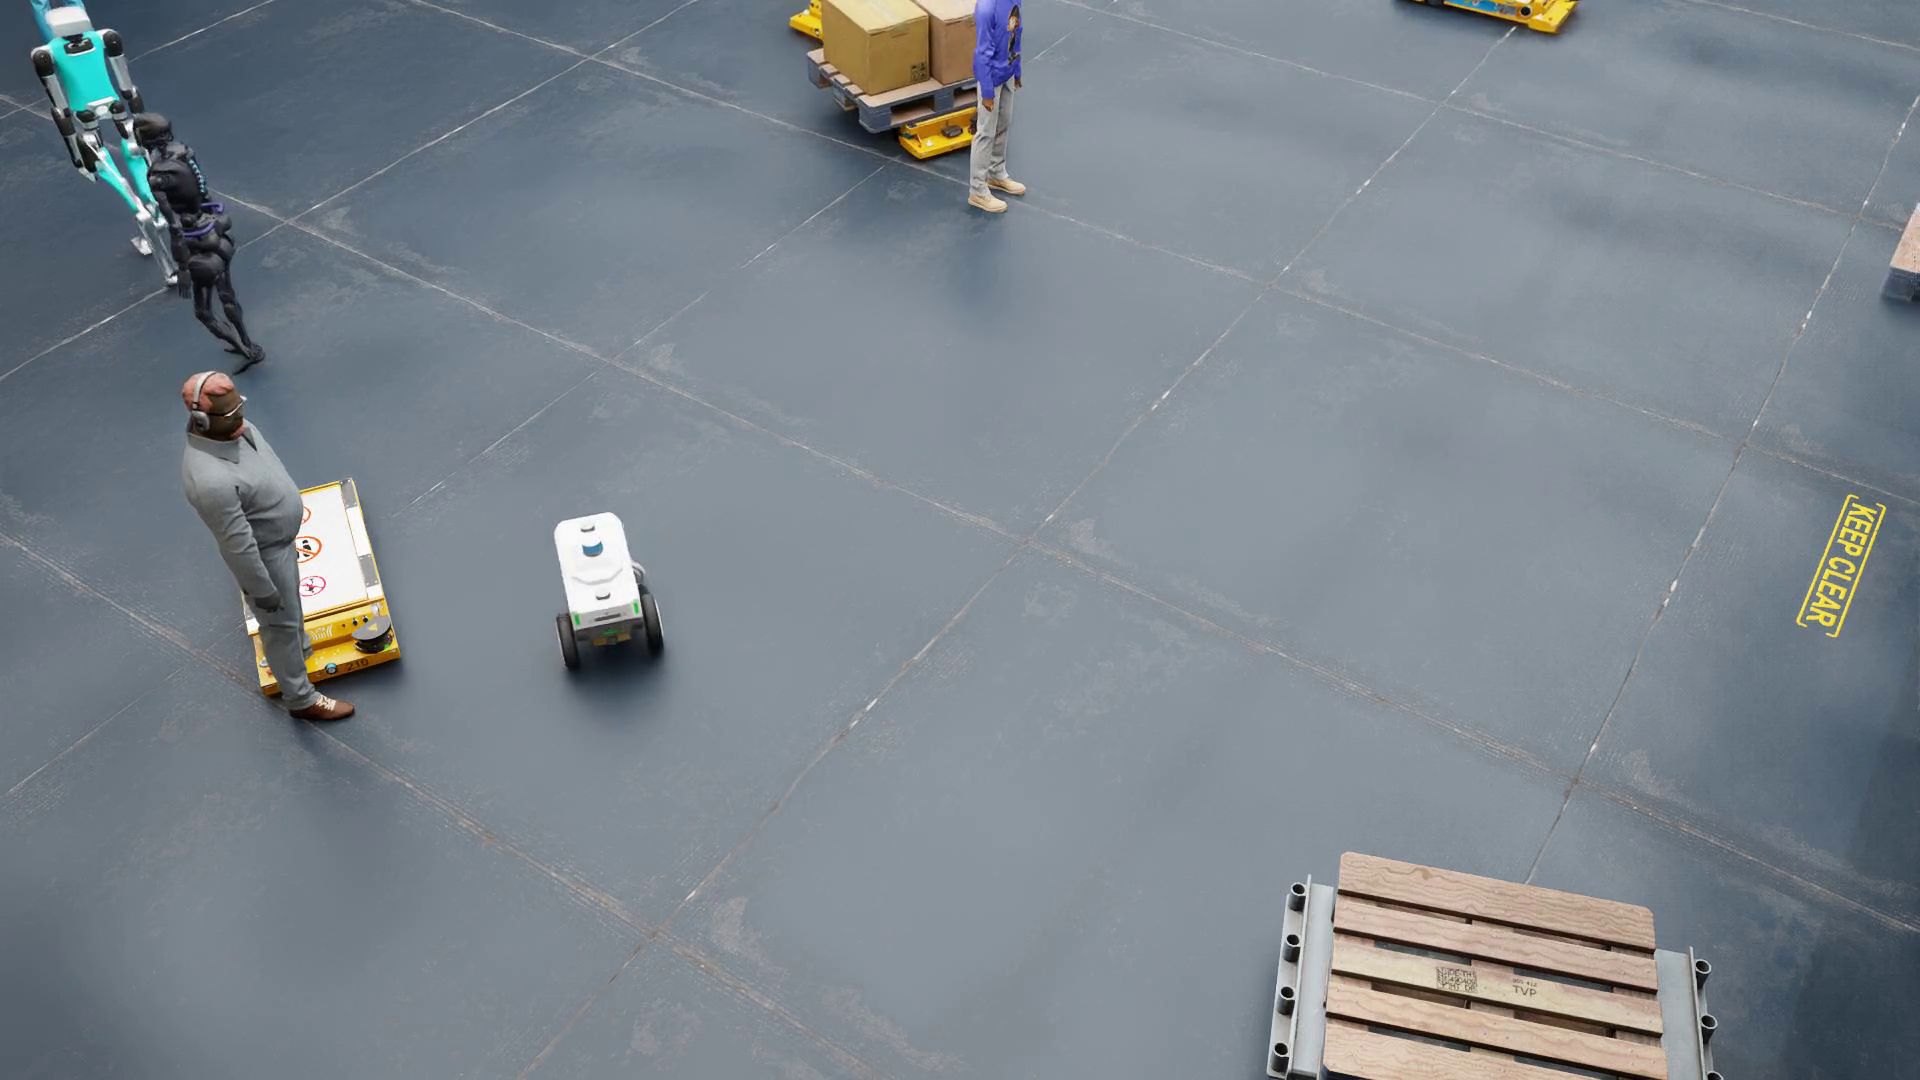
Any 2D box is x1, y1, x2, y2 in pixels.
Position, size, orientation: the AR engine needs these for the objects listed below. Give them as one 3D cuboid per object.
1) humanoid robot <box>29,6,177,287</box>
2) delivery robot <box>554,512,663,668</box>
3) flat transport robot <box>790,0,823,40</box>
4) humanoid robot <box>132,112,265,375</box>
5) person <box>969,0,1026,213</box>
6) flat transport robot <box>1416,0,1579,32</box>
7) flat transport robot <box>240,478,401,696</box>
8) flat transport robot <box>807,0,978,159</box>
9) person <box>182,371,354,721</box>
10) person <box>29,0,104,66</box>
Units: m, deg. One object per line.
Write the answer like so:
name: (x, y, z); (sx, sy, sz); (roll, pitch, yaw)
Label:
humanoid robot: (-5.167, -2.361, 10.354); (0.537, 1.771, 1.027); (-33, 51, -31)
delivery robot: (-1.781, 0.240, 8.305); (0.525, 0.607, 0.778); (-12, 43, -13)
flat transport robot: (-0.671, -4.460, 13.771); (0.659, 0.231, 1.431); (31, 50, 30)
humanoid robot: (-4.374, -1.720, 9.651); (0.351, 1.653, 0.613); (0, 42, 0)
person: (0.278, -3.074, 11.029); (0.381, 1.865, 0.457); (21, 46, 22)
flat transport robot: (4.399, -4.613, 13.941); (1.431, 0.231, 0.659); (23, 47, 24)
flat transport robot: (-3.355, 0.180, 8.578); (0.659, 0.231, 1.431); (-16, 44, -18)
flat transport robot: (-0.377, -3.300, 12.472); (0.659, 0.231, 1.431); (-22, 46, -23)
person: (-3.132, 0.027, 7.524); (0.411, 1.903, 0.653); (-10, 43, -11)
person: (-7.018, -4.488, 12.614); (0.568, 1.848, 0.379); (-23, 46, -23)
